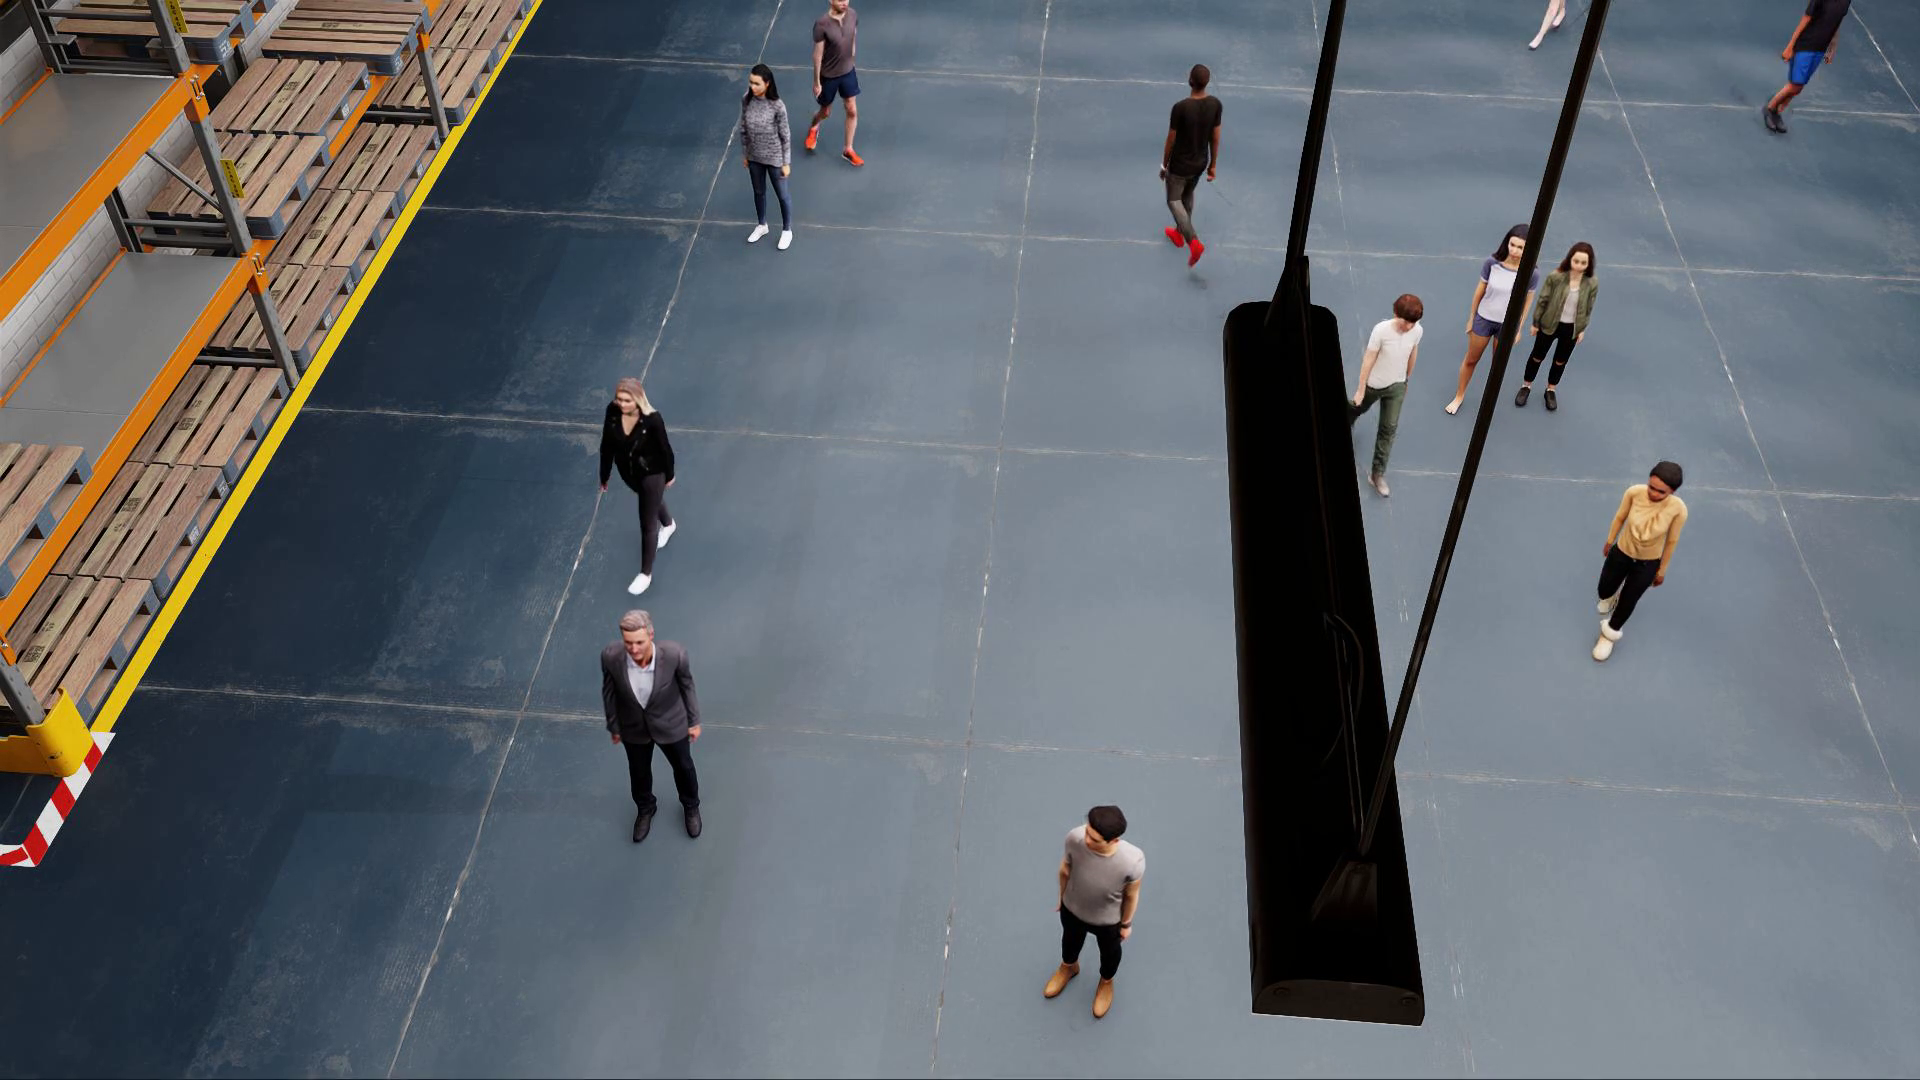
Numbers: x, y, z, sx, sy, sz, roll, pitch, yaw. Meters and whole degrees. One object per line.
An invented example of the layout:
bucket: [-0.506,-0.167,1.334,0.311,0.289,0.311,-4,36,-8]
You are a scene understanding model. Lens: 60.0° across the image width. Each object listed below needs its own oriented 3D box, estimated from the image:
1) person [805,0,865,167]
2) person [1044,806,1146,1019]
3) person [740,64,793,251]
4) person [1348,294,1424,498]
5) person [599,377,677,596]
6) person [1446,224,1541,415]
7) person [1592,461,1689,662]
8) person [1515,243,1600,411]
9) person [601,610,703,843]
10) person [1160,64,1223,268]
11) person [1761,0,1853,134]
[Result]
person: [-1.213,-4.430,15.674,1.027,1.812,1.118,-24,49,-23]
person: [0.744,1.972,9.024,0.676,1.717,0.664,20,47,20]
person: [-1.691,-3.388,14.639,0.675,1.732,0.640,18,46,18]
person: [3.129,-1.212,12.437,0.766,1.618,1.194,-4,44,-4]
person: [-2.195,-0.528,11.698,0.828,1.647,1.159,15,46,15]
person: [4.149,-1.688,12.852,0.643,1.734,0.614,17,46,17]
person: [4.526,0.065,11.077,0.806,1.645,0.926,25,49,24]
person: [4.699,-1.682,13.034,0.601,1.476,0.546,9,44,9]
person: [-1.821,1.082,9.866,0.756,1.842,0.654,-3,44,-3]
person: [2.016,-3.214,14.417,0.940,1.785,1.118,-16,46,-16]
person: [8.180,-4.820,16.109,0.730,1.777,0.736,-9,44,-9]
